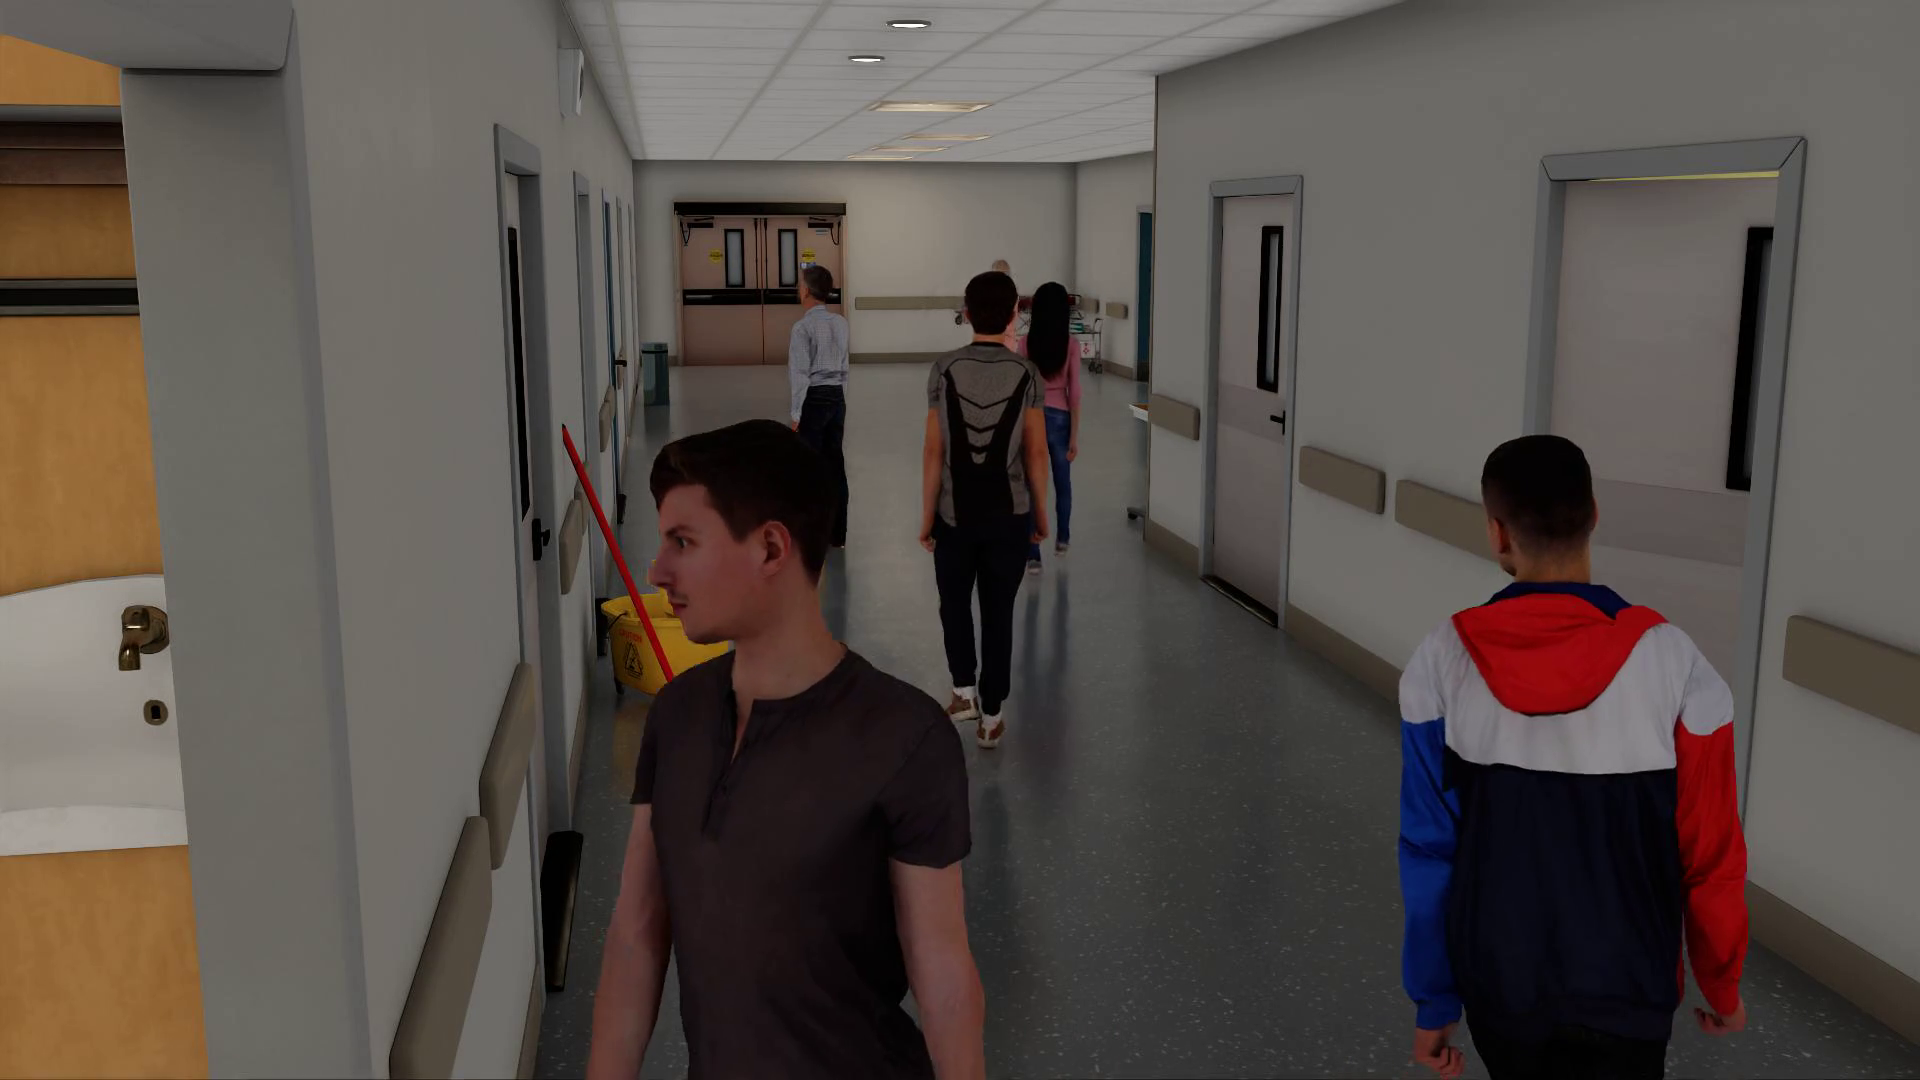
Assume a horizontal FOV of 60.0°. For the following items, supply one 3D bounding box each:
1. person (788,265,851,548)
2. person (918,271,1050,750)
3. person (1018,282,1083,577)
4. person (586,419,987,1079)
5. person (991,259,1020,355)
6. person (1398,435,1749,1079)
[{"bbox_3d":[-0.904,-0.846,10.652,0.783,1.820,0.734,8,14,37],"label":"person"},{"bbox_3d":[0.090,-0.093,6.517,0.721,1.882,0.673,0,11,0],"label":"person"},{"bbox_3d":[0.486,-0.634,9.832,0.856,1.709,1.147,2,11,10],"label":"person"},{"bbox_3d":[-0.137,0.770,2.189,1.185,1.801,1.206,8,13,35],"label":"person"},{"bbox_3d":[0.486,-1.966,16.873,1.081,1.702,0.977,9,14,39],"label":"person"},{"bbox_3d":[0.903,0.744,2.591,1.138,1.702,1.246,7,13,32],"label":"person"}]
